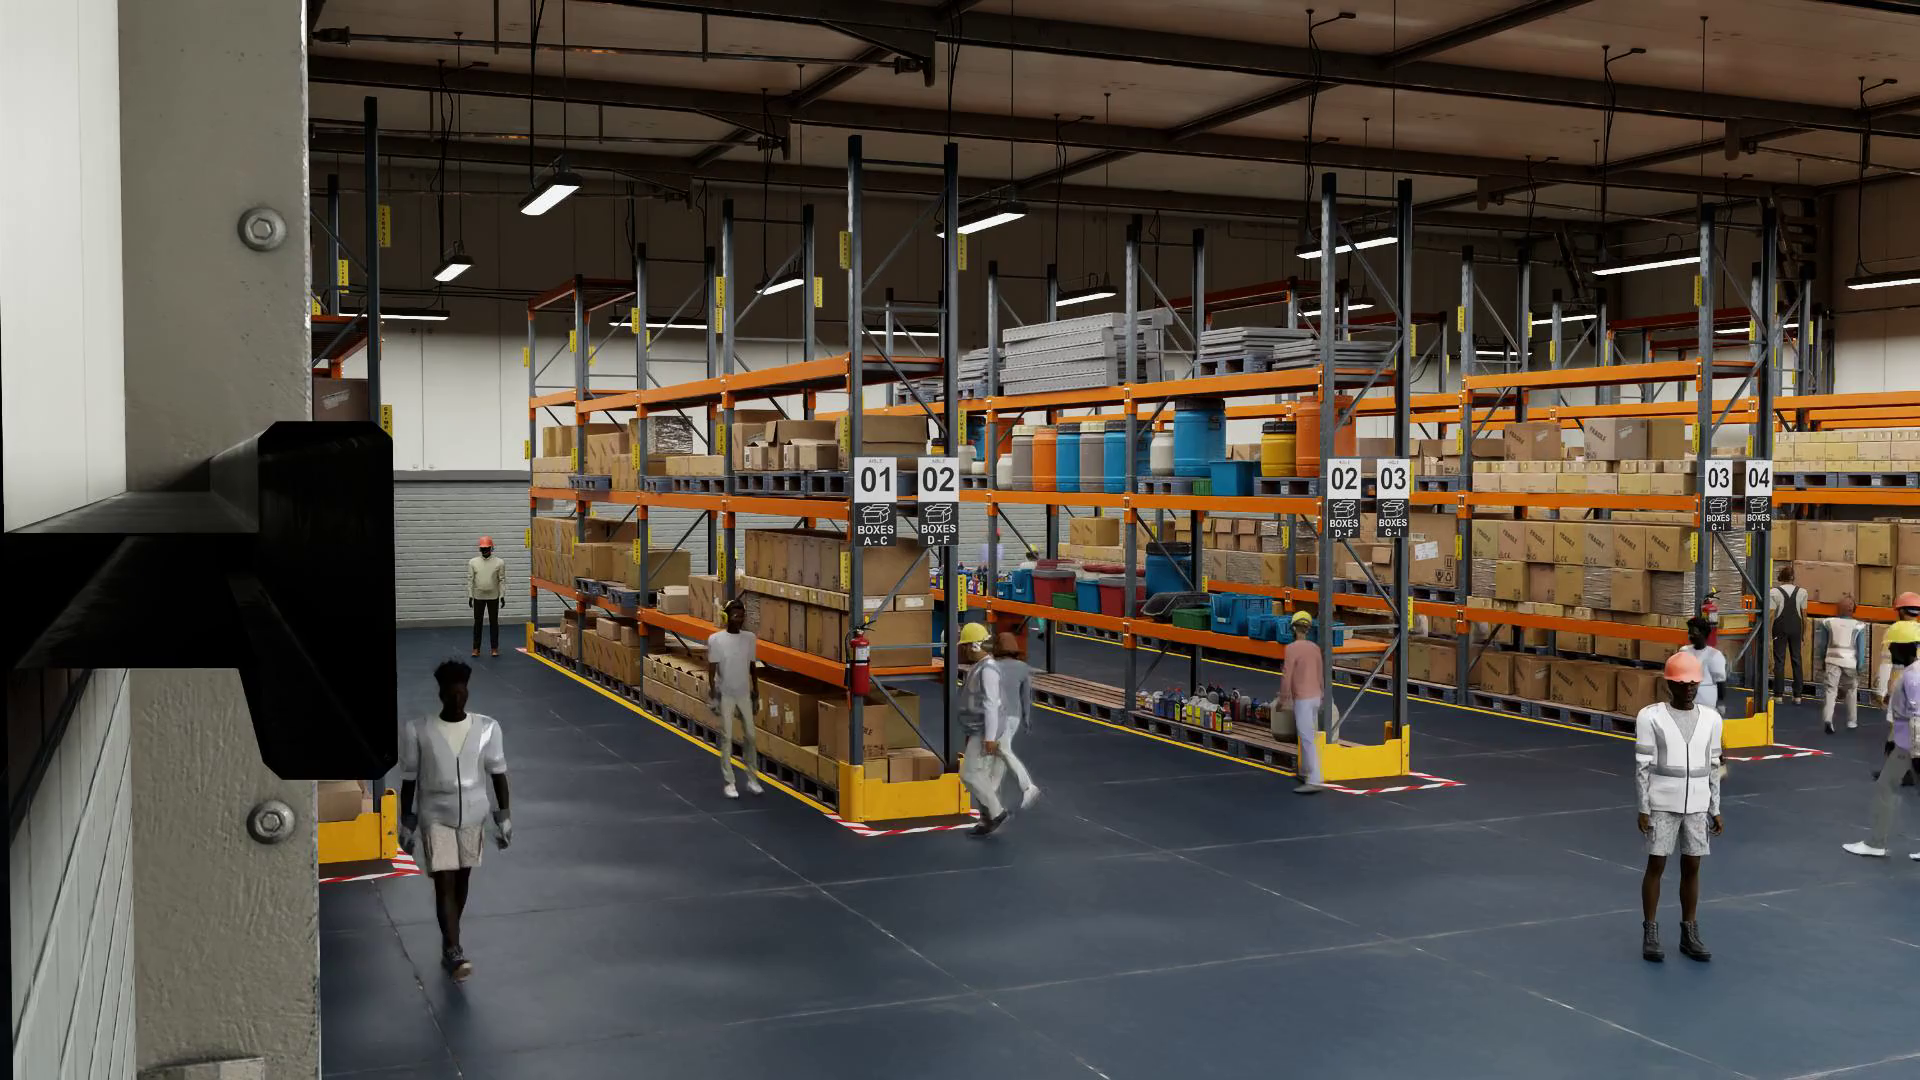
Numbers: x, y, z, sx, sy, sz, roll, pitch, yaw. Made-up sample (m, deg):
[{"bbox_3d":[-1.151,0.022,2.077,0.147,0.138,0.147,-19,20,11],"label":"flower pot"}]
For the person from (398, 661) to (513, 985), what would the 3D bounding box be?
[{"bbox_3d":[-3.044,1.695,10.888,0.633,1.911,0.984,-1,3,-30],"label":"person"}]

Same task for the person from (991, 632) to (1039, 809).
[{"bbox_3d":[0.461,1.645,16.453,0.546,1.594,0.787,-1,3,-34],"label":"person"}]

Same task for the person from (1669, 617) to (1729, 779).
[{"bbox_3d":[7.246,1.575,17.557,0.886,1.647,0.531,-1,2,-21],"label":"person"}]

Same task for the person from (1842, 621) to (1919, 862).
[{"bbox_3d":[7.393,1.585,14.133,0.878,1.891,0.608,2,3,38],"label":"person"}]

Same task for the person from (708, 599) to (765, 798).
[{"bbox_3d":[-2.123,1.493,16.929,0.535,1.864,0.410,-1,2,-26],"label":"person"}]

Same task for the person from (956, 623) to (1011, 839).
[{"bbox_3d":[0.163,1.593,14.970,0.427,1.805,0.601,0,2,-8],"label":"person"}]

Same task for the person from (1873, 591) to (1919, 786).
[{"bbox_3d":[9.276,1.452,17.578,0.617,1.892,0.649,0,2,-5],"label":"person"}]

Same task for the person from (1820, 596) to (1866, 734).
[{"bbox_3d":[10.379,1.461,21.098,0.505,1.600,0.845,2,3,34],"label":"person"}]

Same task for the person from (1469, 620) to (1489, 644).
[{"bbox_3d":[8.089,1.079,28.271,0.614,1.813,0.432,-1,3,-33],"label":"person"}]

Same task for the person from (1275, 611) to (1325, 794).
[{"bbox_3d":[3.321,1.553,17.306,0.646,1.716,0.628,2,3,43],"label":"person"}]

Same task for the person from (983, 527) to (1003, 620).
[{"bbox_3d":[0.789,0.693,37.105,0.809,1.908,0.579,-2,3,-42],"label":"person"}]

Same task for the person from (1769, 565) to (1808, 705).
[{"bbox_3d":[10.907,1.246,23.647,0.504,1.839,0.344,0,2,8],"label":"person"}]

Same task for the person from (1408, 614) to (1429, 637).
[{"bbox_3d":[7.228,1.050,28.849,0.591,1.851,0.900,-2,3,-35],"label":"person"}]

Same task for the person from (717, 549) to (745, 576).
[{"bbox_3d":[-3.480,1.066,27.176,0.585,1.929,0.371,-1,2,-24],"label":"person"}]

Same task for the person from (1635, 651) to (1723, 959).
[{"bbox_3d":[4.548,1.669,11.314,0.542,1.939,0.366,0,2,1],"label":"person"}]

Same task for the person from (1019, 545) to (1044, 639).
[{"bbox_3d":[1.345,0.943,33.049,0.540,1.722,0.906,-1,2,-20],"label":"person"}]

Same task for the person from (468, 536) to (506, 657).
[{"bbox_3d":[-7.863,0.935,29.750,0.611,1.996,0.387,0,2,-8],"label":"person"}]
